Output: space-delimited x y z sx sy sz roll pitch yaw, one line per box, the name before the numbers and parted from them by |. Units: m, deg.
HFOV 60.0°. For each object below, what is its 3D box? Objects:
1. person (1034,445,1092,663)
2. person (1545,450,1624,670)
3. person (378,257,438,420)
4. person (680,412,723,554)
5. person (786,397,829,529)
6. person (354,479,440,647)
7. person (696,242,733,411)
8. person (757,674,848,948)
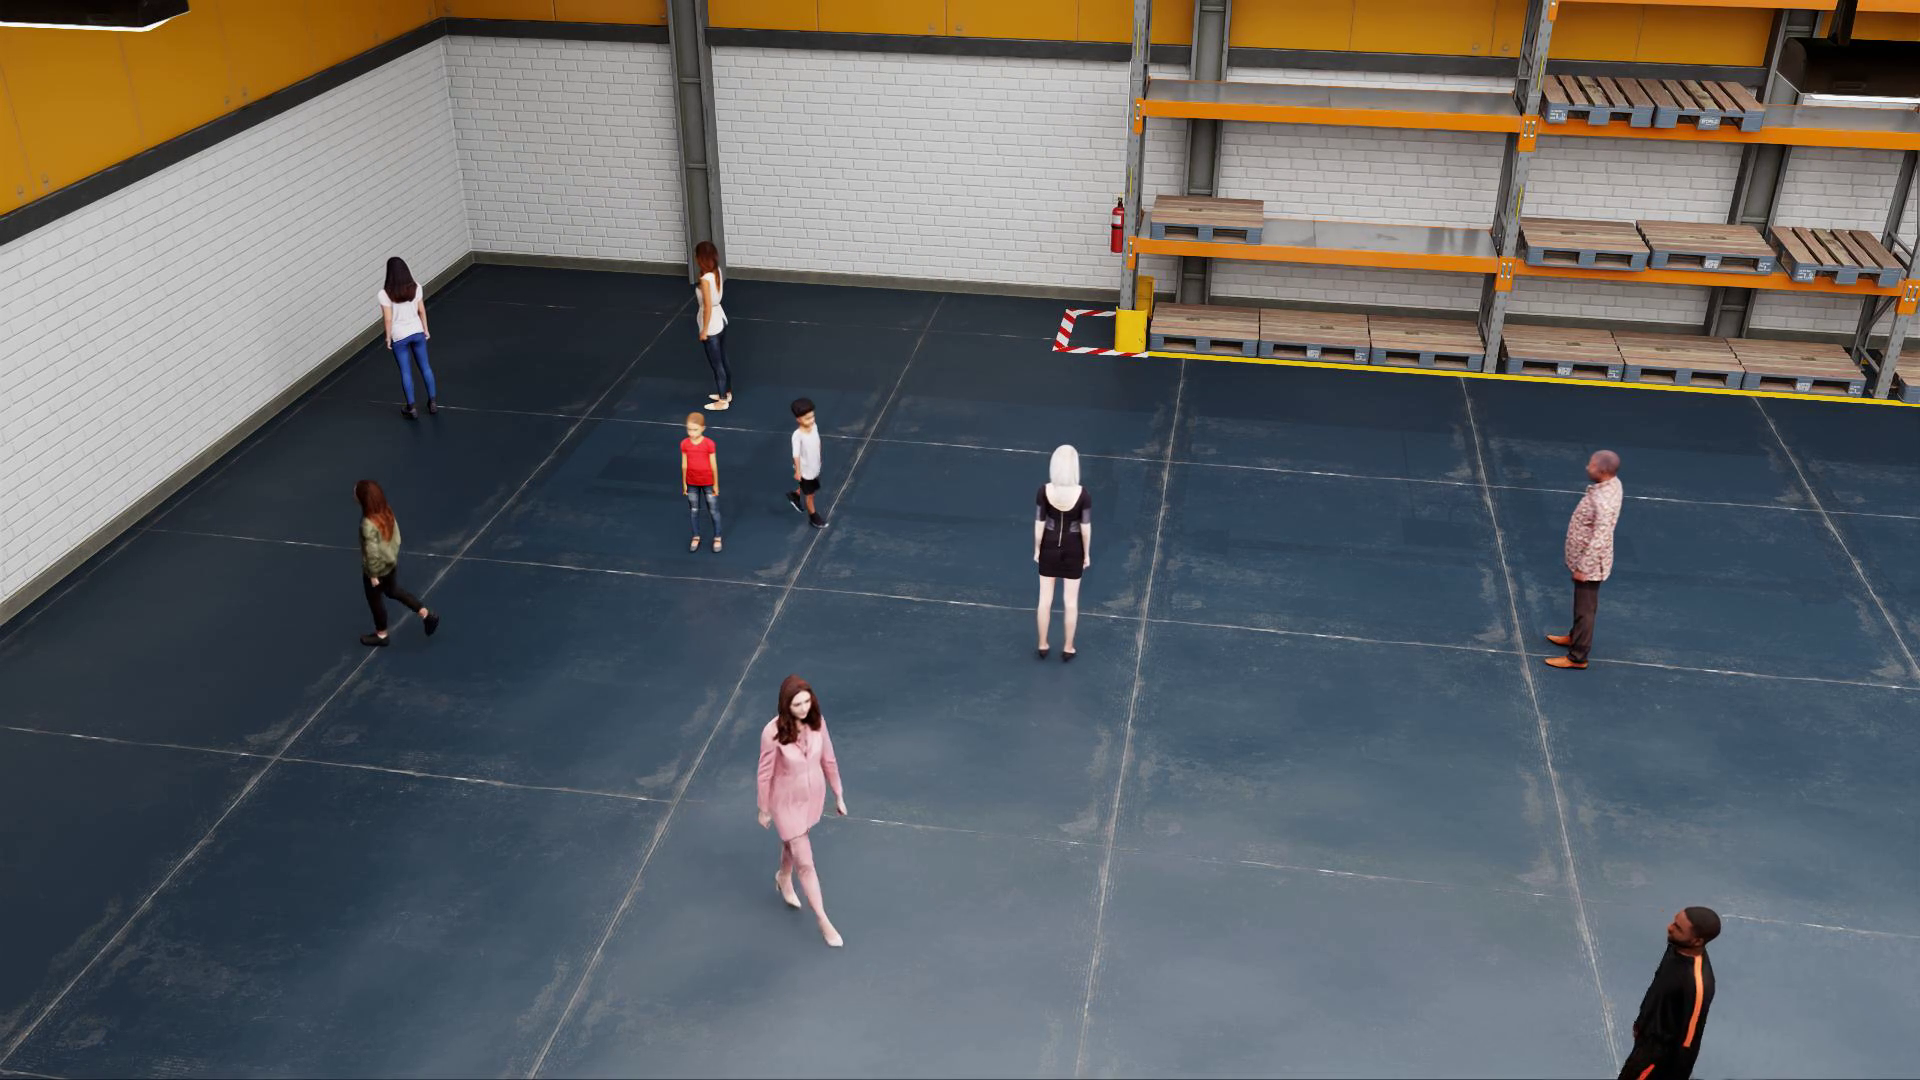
person | 0.773 0.116 12.691 0.415 1.831 0.629 5 29 8
person | 4.821 0.135 12.680 0.674 1.810 0.736 12 31 21
person | -5.574 -2.036 16.790 0.680 1.684 0.727 -21 35 -33
person | -2.234 -0.512 14.390 0.421 1.306 0.534 3 29 5
person | -1.408 -0.707 14.812 0.778 1.246 0.643 16 33 27
person | -4.443 0.187 12.945 0.880 1.463 0.625 2 29 4
person | -2.496 -2.187 16.964 0.509 1.783 0.588 5 29 10
person | -1.033 1.553 10.127 1.054 1.766 1.142 -20 35 -33
